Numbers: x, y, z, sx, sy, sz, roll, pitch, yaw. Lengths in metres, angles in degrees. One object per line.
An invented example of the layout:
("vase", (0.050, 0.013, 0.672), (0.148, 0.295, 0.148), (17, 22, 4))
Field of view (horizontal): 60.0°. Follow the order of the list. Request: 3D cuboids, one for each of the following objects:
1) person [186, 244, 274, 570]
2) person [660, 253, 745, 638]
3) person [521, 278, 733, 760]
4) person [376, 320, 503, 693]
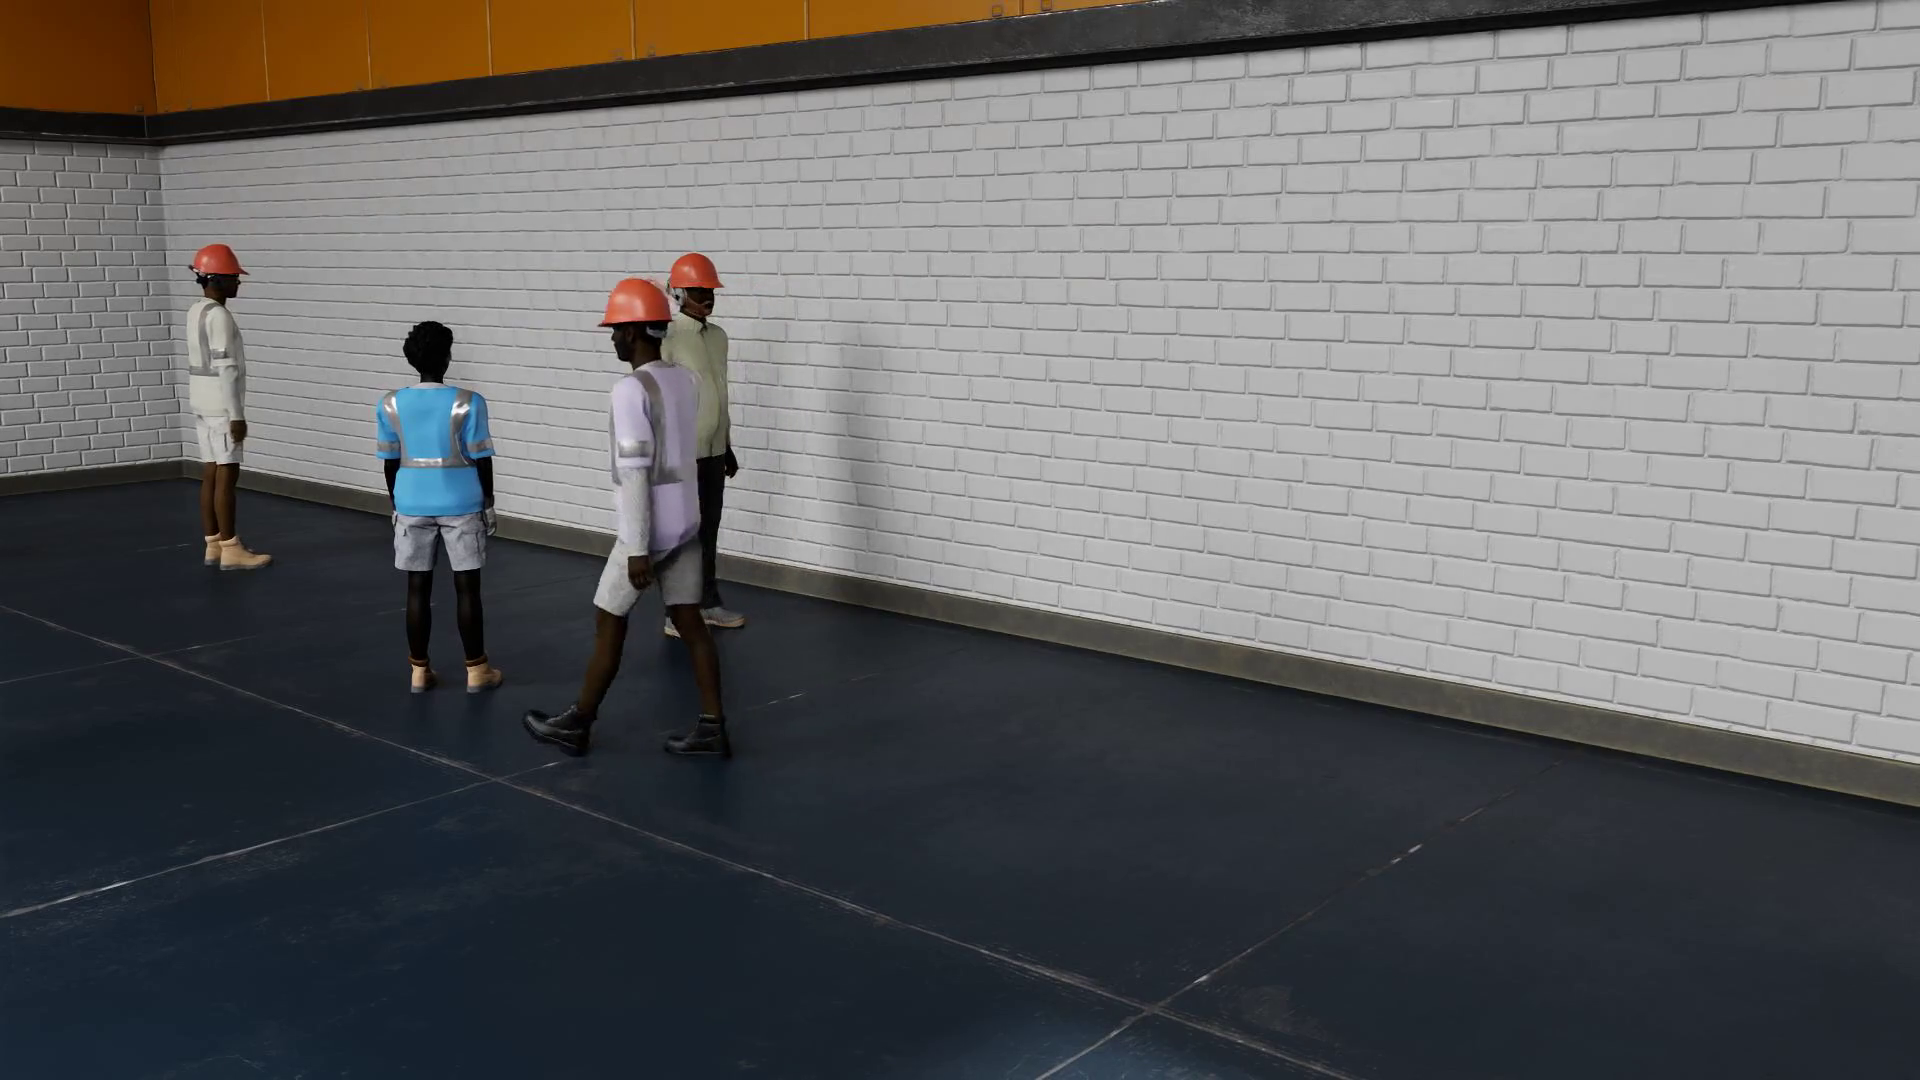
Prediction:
("person", (-4.650, -0.831, 10.536), (0.404, 2.033, 0.608), (-8, 13, -38))
("person", (-1.379, -0.490, 8.704), (0.381, 1.994, 0.619), (5, 11, 27))
("person", (-1.310, -0.061, 6.541), (0.877, 1.899, 0.576), (4, 11, 19))
("person", (-2.356, -0.141, 7.555), (0.534, 1.700, 0.318), (0, 10, 2))
